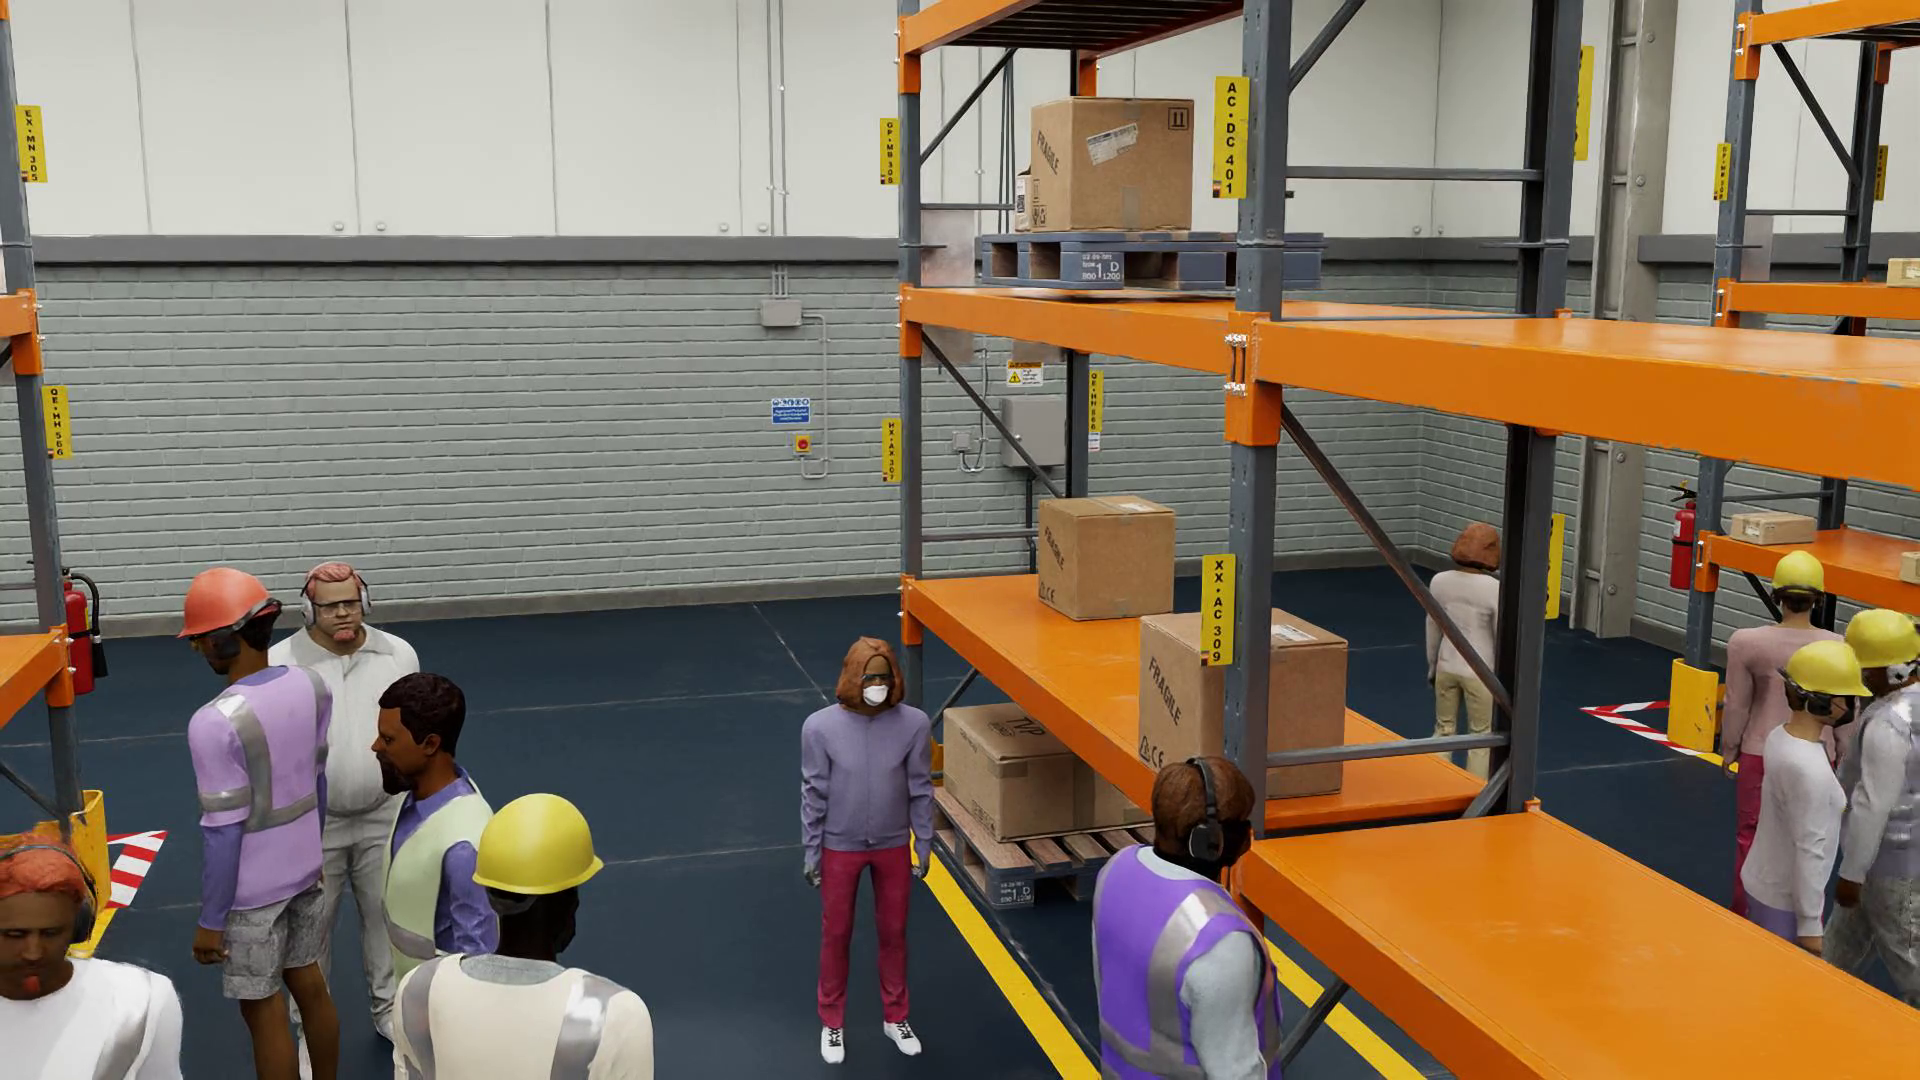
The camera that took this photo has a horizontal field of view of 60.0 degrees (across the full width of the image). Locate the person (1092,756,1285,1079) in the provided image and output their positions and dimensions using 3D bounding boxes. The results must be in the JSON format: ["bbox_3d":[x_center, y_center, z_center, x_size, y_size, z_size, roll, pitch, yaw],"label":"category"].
[{"bbox_3d":[0.564,1.417,4.064,0.429,1.842,0.637,-4,11,-21],"label":"person"}]

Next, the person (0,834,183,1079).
[{"bbox_3d":[-1.961,1.495,3.610,0.595,1.854,0.896,-3,10,-15],"label":"person"}]

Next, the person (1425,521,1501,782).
[{"bbox_3d":[2.654,0.712,8.673,0.274,1.631,0.504,-8,13,-39],"label":"person"}]

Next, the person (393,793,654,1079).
[{"bbox_3d":[-0.878,1.471,3.514,0.594,1.924,0.379,3,10,15],"label":"person"}]

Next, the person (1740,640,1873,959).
[{"bbox_3d":[2.805,1.194,5.579,0.341,1.757,0.517,3,11,19],"label":"person"}]

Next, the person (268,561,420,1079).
[{"bbox_3d":[-2.258,1.020,6.140,0.639,1.910,0.406,-7,12,-37],"label":"person"}]

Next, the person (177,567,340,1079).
[{"bbox_3d":[-2.271,1.090,5.380,0.385,2.035,0.605,2,10,11],"label":"person"}]

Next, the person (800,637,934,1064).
[{"bbox_3d":[-0.344,1.151,6.200,0.499,1.629,0.289,-2,10,-13],"label":"person"}]

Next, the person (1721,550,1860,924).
[{"bbox_3d":[3.528,0.920,7.105,0.525,1.772,0.304,4,11,22],"label":"person"}]

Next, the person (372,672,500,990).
[{"bbox_3d":[-1.389,1.292,4.554,0.391,1.920,0.587,-5,11,-27],"label":"person"}]
